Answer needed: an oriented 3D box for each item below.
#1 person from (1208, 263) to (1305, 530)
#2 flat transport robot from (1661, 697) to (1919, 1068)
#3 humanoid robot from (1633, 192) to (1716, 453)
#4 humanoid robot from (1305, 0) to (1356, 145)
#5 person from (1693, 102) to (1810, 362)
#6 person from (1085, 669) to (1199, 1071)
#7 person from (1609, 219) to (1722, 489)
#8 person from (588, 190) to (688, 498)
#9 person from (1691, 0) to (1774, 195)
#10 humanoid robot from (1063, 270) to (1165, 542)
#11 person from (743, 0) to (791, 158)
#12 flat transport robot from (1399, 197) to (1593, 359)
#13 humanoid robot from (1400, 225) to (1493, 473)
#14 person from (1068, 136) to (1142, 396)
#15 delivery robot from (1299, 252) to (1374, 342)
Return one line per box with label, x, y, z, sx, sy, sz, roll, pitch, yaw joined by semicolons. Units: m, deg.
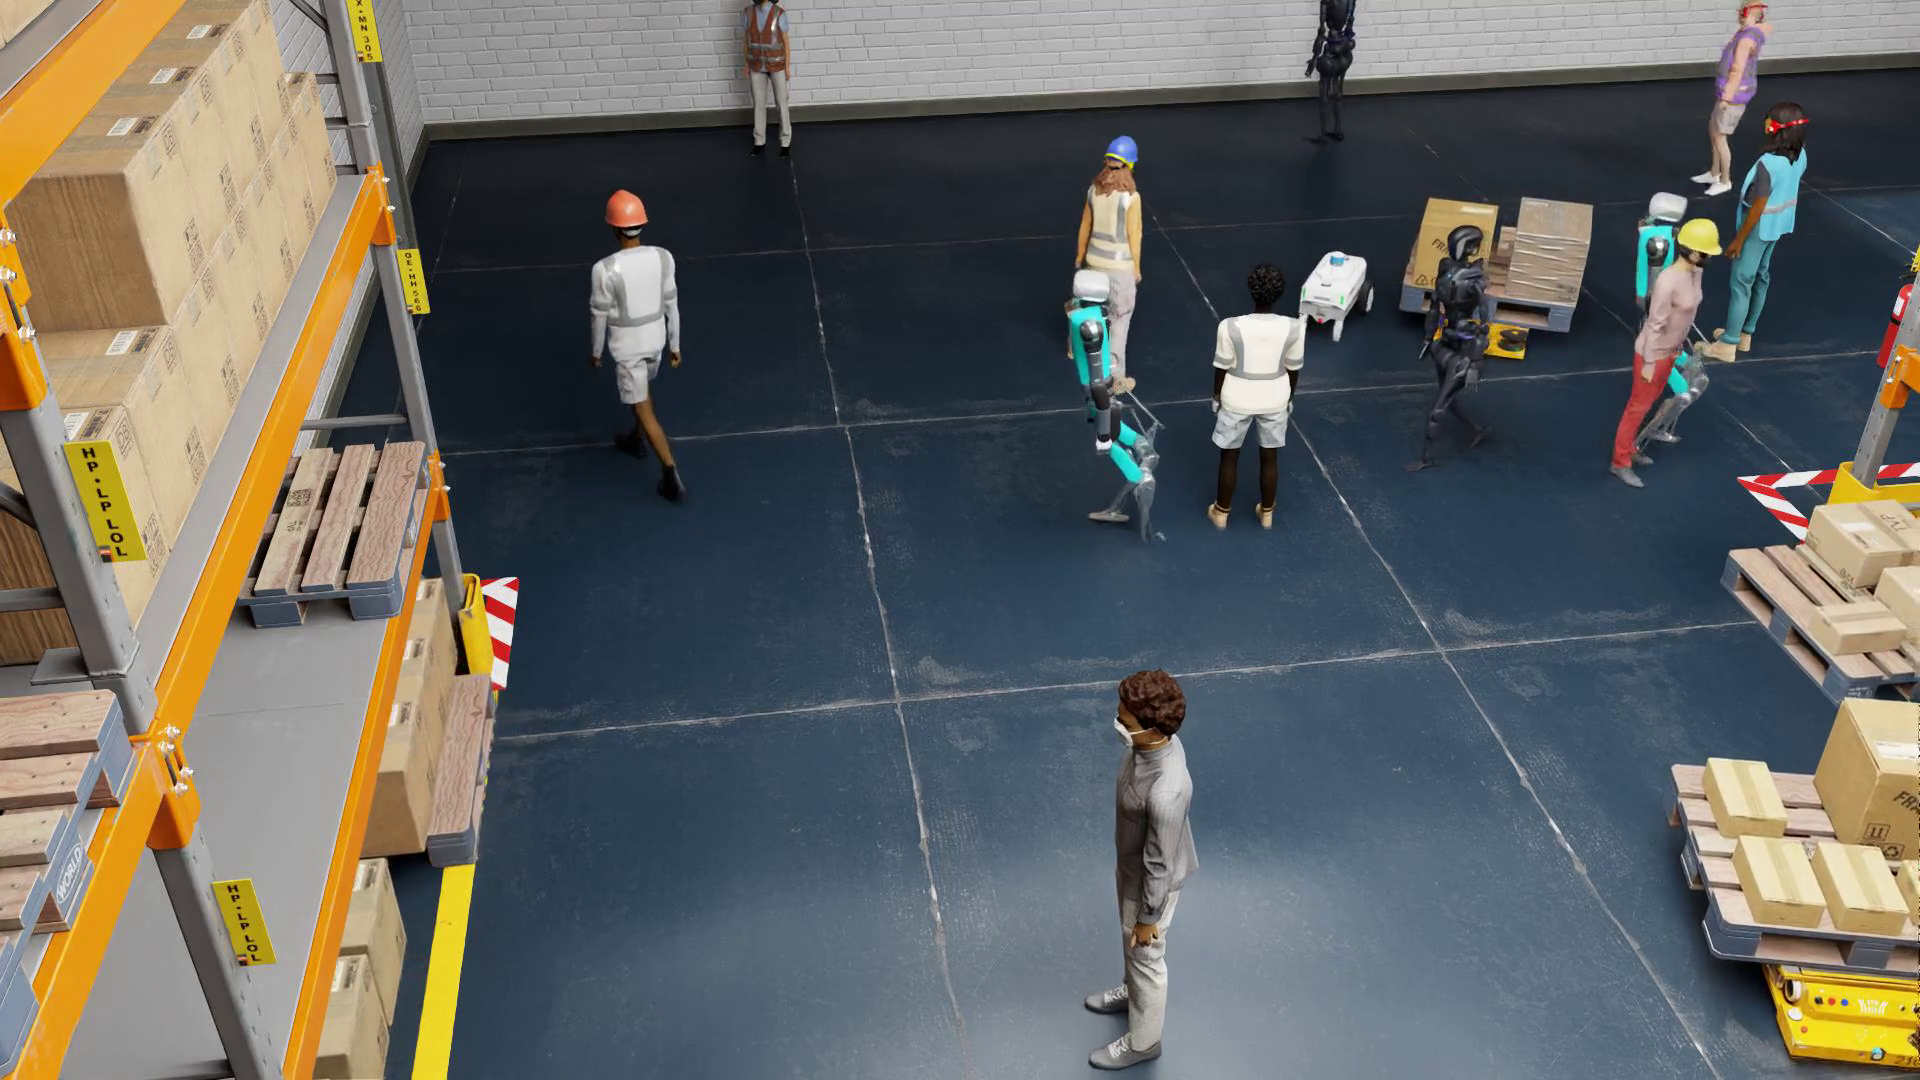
person;1.738;-0.820;9.811;0.529;1.686;0.322;-1;33;-2
flat transport robot;3.799;1.673;7.288;0.659;0.231;1.431;4;33;6
humanoid robot;4.556;-1.296;10.527;0.794;1.806;0.548;10;34;15
humanoid robot;3.487;-4.557;15.537;0.610;1.655;0.307;-29;43;-36
person;5.608;-2.149;11.686;0.527;1.866;0.392;-24;40;-32
person;0.721;1.276;6.416;0.403;1.892;0.536;-1;33;-2
person;4.351;-1.169;10.289;0.375;1.754;0.539;28;43;36
person;-1.961;-1.214;10.222;0.541;1.900;0.955;-28;42;-35
person;6.705;-3.813;14.443;0.344;1.693;0.522;14;36;20
humanoid robot;0.977;-0.689;9.664;0.803;1.884;0.540;-3;33;-5
person;-1.755;-4.333;15.190;0.437;1.687;0.316;7;34;11
flat transport robot;3.979;-1.780;12.580;0.659;0.231;1.431;11;35;16
humanoid robot;3.187;-1.215;10.452;0.686;1.631;0.603;-11;35;-16
person;0.994;-1.935;11.490;0.716;1.736;0.503;27;42;35
delivery robot;2.801;-1.867;12.468;0.499;0.611;0.800;15;36;21
